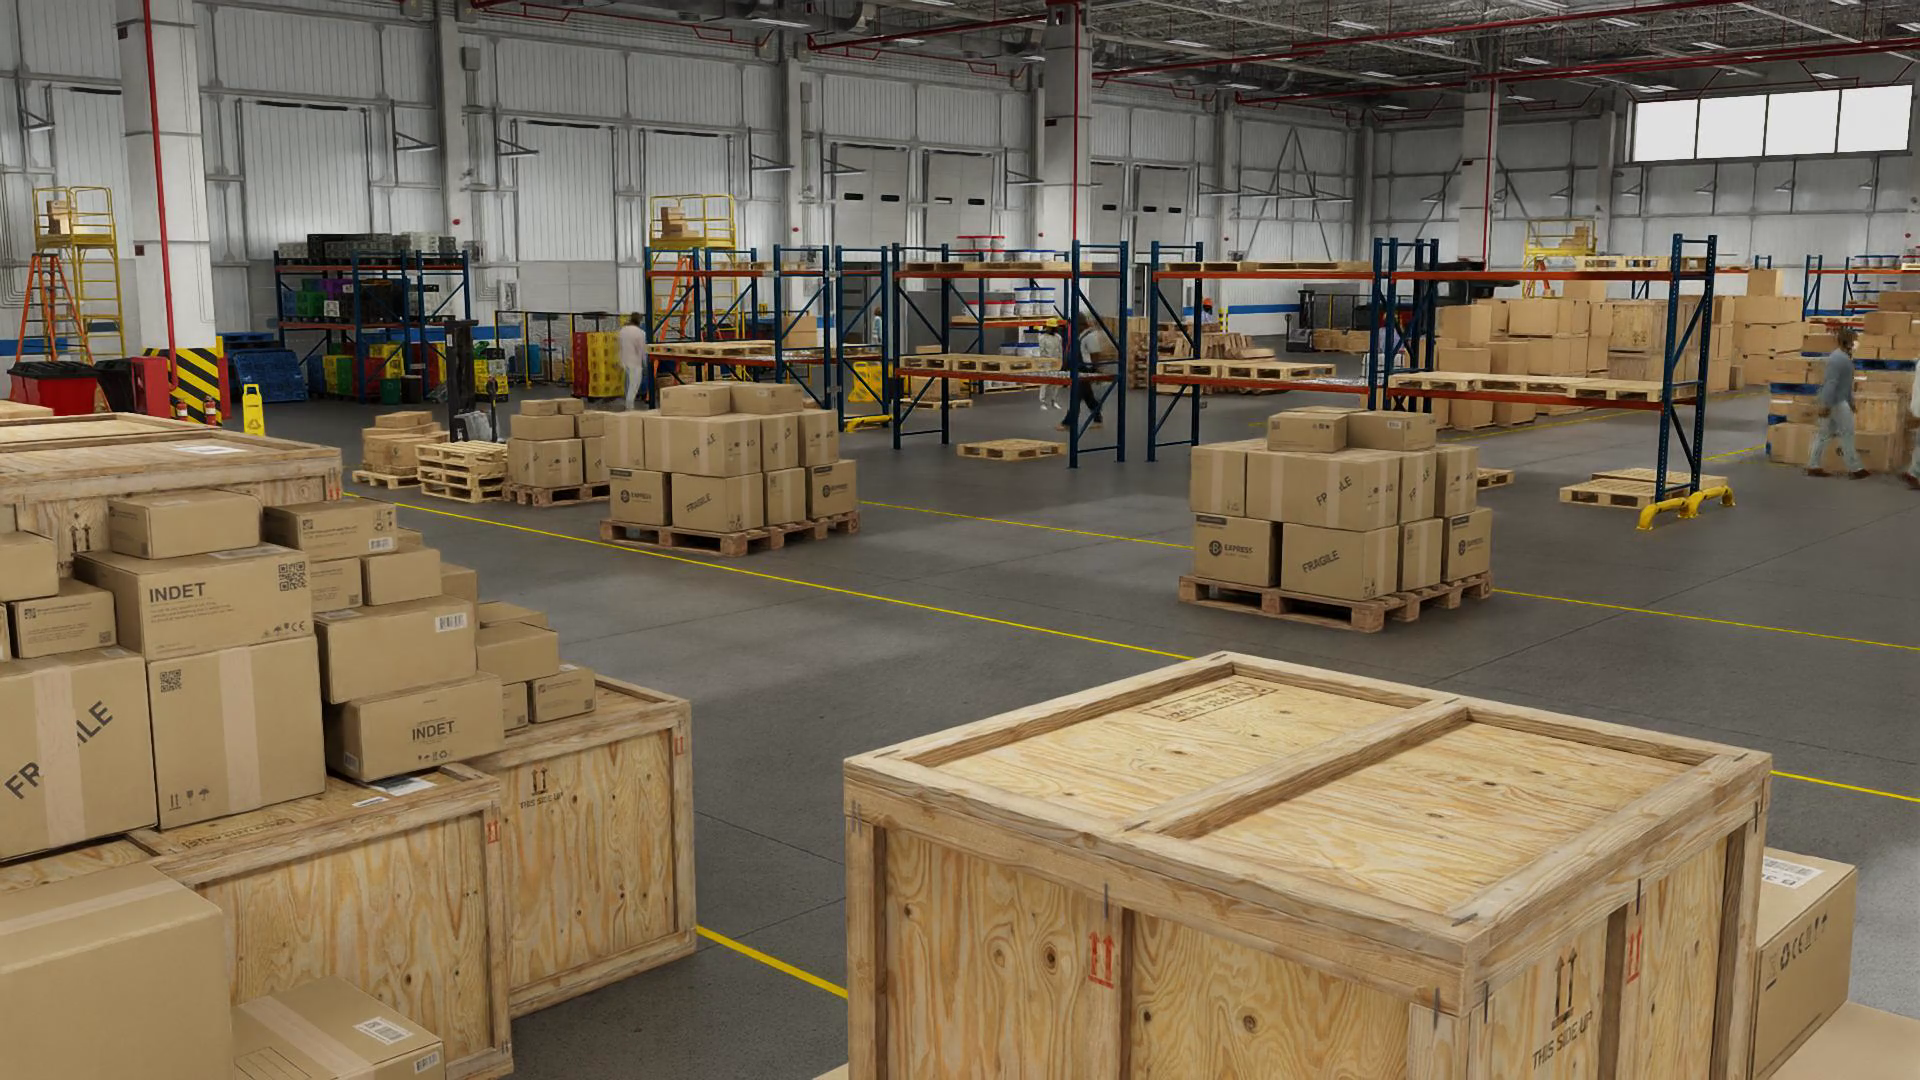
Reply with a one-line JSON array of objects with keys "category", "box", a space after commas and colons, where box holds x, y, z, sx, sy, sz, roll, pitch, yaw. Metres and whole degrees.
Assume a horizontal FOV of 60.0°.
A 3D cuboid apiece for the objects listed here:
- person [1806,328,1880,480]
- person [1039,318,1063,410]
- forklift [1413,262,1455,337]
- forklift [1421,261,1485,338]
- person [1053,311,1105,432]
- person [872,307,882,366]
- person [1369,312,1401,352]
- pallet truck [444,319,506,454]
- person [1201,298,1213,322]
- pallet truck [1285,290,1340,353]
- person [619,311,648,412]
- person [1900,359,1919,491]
[{"category": "person", "box": [11.226, -1.705, 20.979, 0.938, 1.898, 0.633, 6, 11, 32]}, {"category": "person", "box": [1.727, -3.323, 31.433, 0.496, 1.735, 0.328, -5, 10, -26]}, {"category": "forklift", "box": [13.044, -6.163, 45.331, 1.129, 2.768, 1.873, 1, 9, 4]}, {"category": "forklift", "box": [11.830, -5.104, 38.837, 1.873, 2.768, 1.129, 9, 13, 43]}, {"category": "person", "box": [1.994, -2.811, 27.348, 1.038, 2.000, 0.684, -4, 10, -22]}, {"category": "person", "box": [-2.188, -5.394, 44.448, 0.314, 1.633, 0.520, -1, 9, -6]}, {"category": "person", "box": [8.000, -3.359, 31.241, 0.659, 1.874, 0.878, -1, 9, -8]}, {"category": "pallet truck", "box": [-6.981, -1.942, 22.150, 1.885, 1.965, 0.823, 1, 9, 9]}, {"category": "person", "box": [6.122, -5.054, 41.413, 0.359, 1.938, 0.545, 3, 10, 20]}, {"category": "pallet truck", "box": [11.297, -6.951, 52.861, 1.885, 1.965, 0.823, -5, 11, -29]}, {"category": "person", "box": [-5.783, -3.097, 29.519, 0.642, 1.908, 0.521, 8, 12, 42]}, {"category": "person", "box": [11.538, -1.516, 19.769, 0.437, 1.926, 0.629, 7, 11, 35]}]
